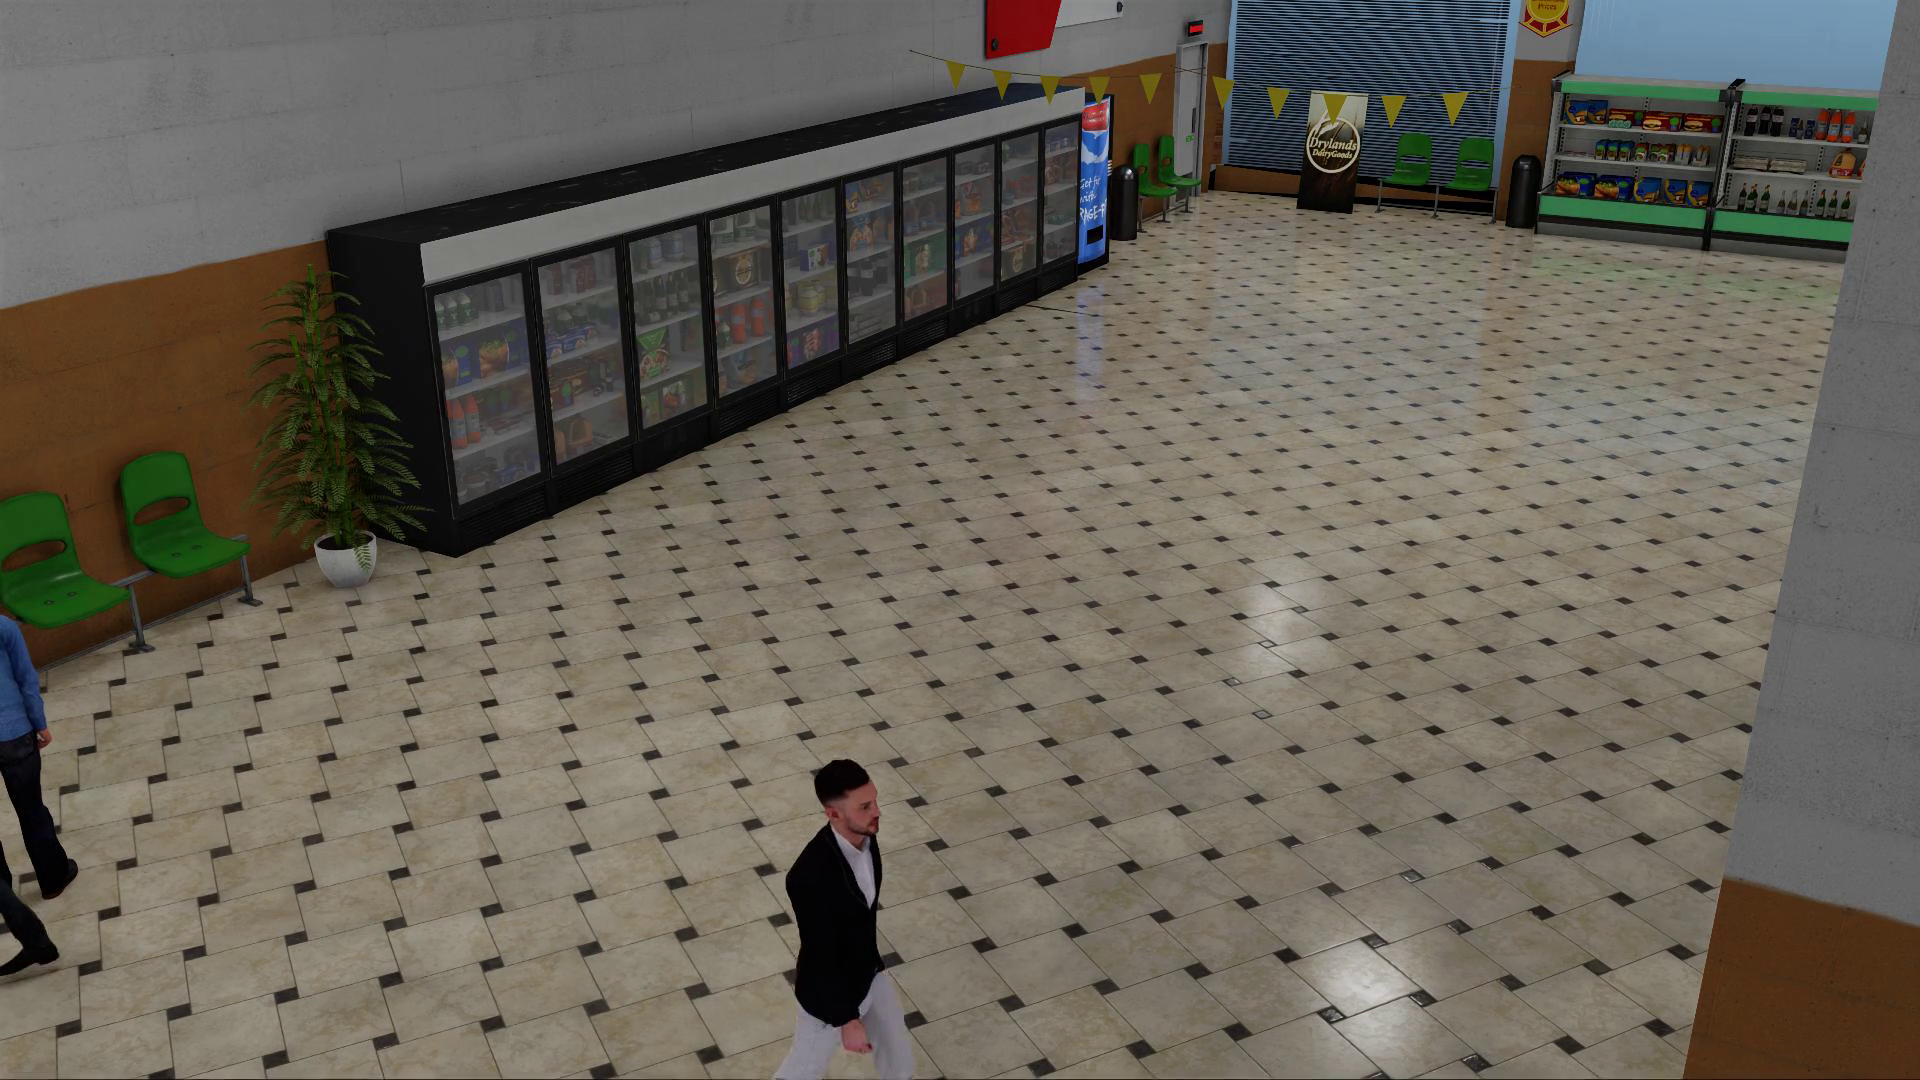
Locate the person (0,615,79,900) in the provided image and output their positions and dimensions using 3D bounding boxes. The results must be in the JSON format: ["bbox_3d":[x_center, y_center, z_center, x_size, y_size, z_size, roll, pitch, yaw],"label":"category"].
[{"bbox_3d":[-4.553,0.884,7.776,0.743,1.820,0.782,-8,23,-19],"label":"person"}]

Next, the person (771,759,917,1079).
[{"bbox_3d":[-0.523,1.612,6.008,1.209,1.786,0.717,11,24,25],"label":"person"}]
